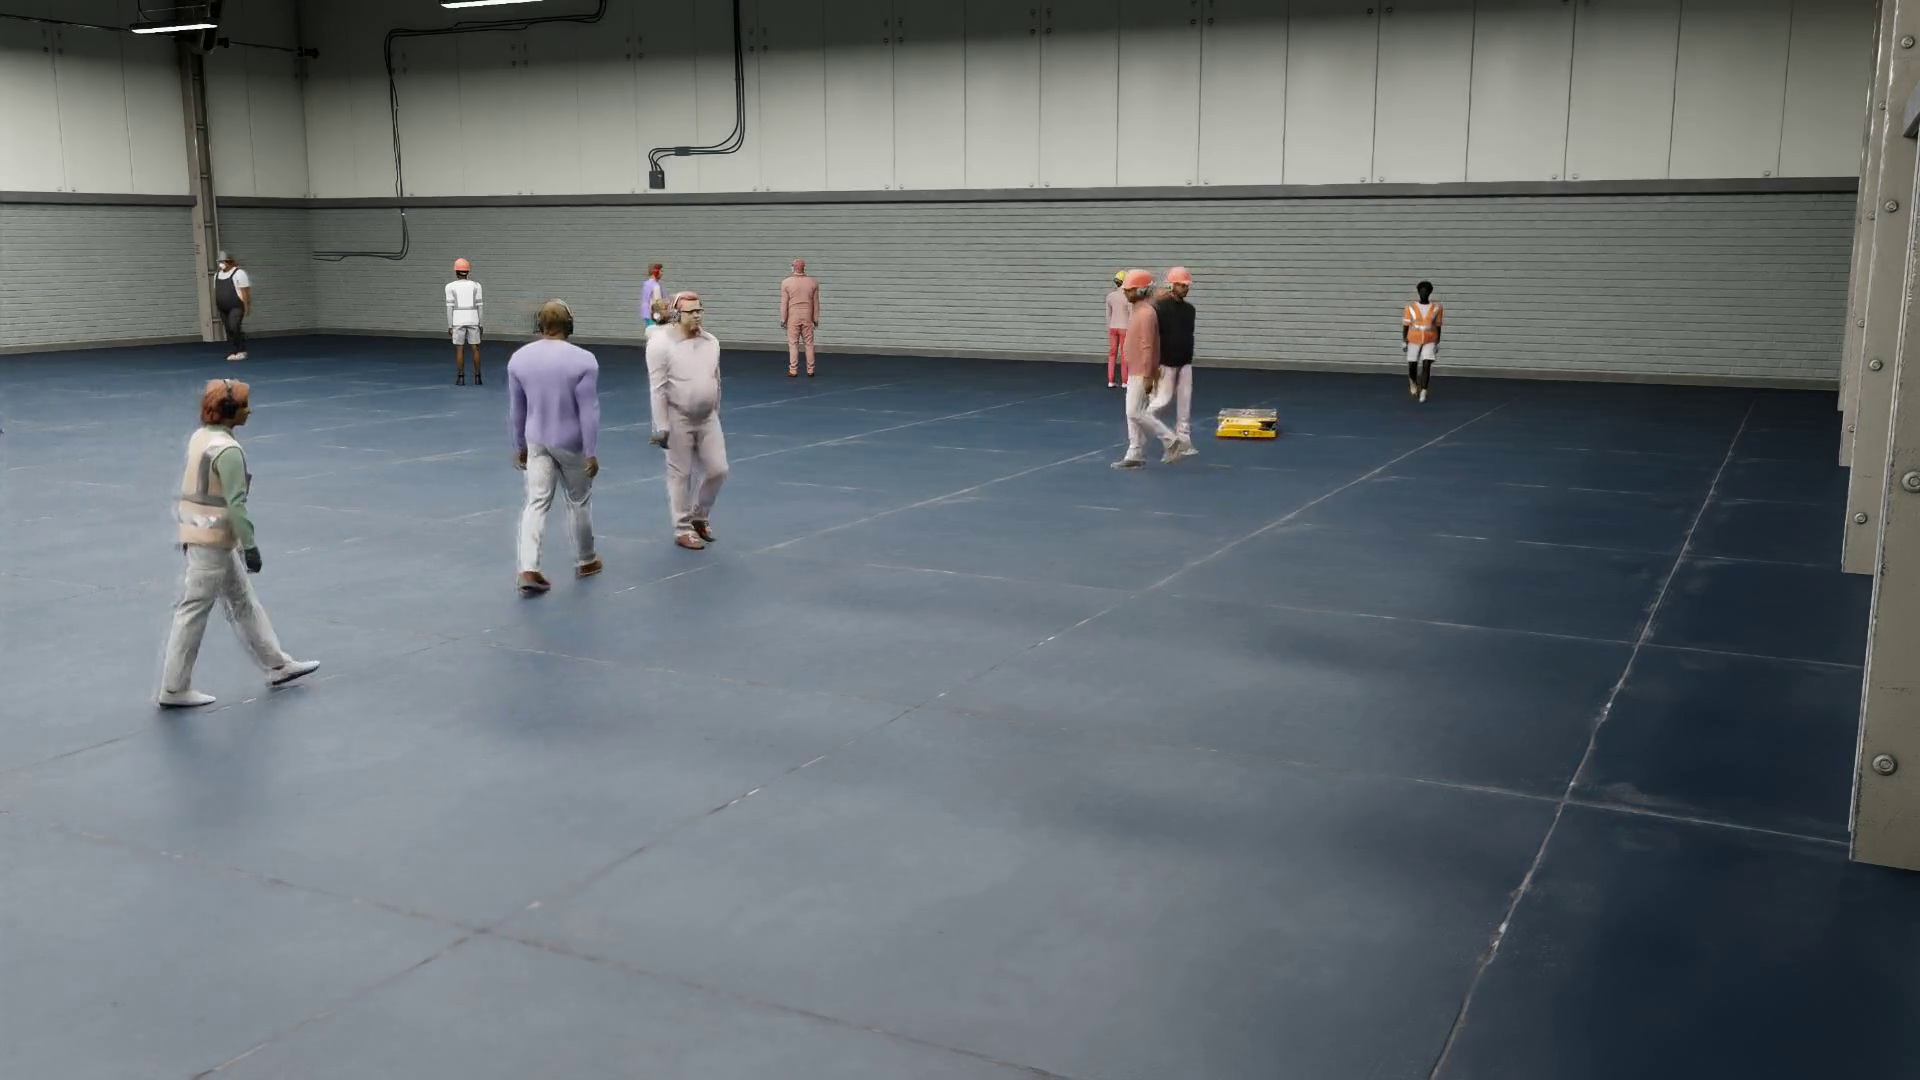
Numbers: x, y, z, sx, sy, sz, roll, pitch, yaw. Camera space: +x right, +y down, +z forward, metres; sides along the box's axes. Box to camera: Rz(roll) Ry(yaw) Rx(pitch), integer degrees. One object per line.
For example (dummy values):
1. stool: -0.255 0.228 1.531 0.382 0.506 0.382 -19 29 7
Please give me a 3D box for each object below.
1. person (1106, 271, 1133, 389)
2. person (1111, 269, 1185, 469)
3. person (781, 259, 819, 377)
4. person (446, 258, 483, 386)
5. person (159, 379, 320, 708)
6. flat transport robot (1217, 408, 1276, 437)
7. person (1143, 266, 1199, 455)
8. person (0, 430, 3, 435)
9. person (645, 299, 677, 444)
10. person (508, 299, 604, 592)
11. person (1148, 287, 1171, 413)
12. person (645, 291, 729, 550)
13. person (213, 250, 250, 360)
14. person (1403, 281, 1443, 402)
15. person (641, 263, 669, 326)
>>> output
1. person: 2.431 -3.161 25.031 0.525 1.769 0.311 9 14 40
2. person: 1.823 -1.650 16.235 0.591 1.975 0.624 -1 10 -4
3. person: -2.614 -3.600 27.046 0.652 1.904 0.405 -4 11 -22
4. person: -7.591 -3.338 25.514 0.545 1.942 0.349 -5 11 -24
5. person: -3.590 0.009 8.191 0.843 1.587 0.525 -7 13 -35
6. flat transport robot: 3.344 -1.373 19.360 0.652 0.197 1.431 2 11 10
7. person: 2.218 -1.894 17.551 0.626 1.978 0.746 -7 13 -34
8. person: -11.486 -2.050 18.891 0.842 1.805 0.603 -3 11 -16
9. person: -3.254 -1.894 18.574 0.497 1.601 0.747 3 11 15
10. person: -2.644 -0.623 10.860 0.642 1.895 0.997 2 11 10
11. person: 2.626 -2.478 21.681 0.547 1.619 0.551 3 11 17
12. person: -1.969 -0.864 12.156 0.652 1.890 0.444 -9 13 -39
13. person: -13.408 -4.307 30.531 0.706 2.000 0.549 3 11 18
14. person: 6.417 -2.763 23.102 0.535 1.679 0.602 3 11 15
15. person: -5.034 -3.649 27.512 0.446 1.838 0.581 -4 11 -23
